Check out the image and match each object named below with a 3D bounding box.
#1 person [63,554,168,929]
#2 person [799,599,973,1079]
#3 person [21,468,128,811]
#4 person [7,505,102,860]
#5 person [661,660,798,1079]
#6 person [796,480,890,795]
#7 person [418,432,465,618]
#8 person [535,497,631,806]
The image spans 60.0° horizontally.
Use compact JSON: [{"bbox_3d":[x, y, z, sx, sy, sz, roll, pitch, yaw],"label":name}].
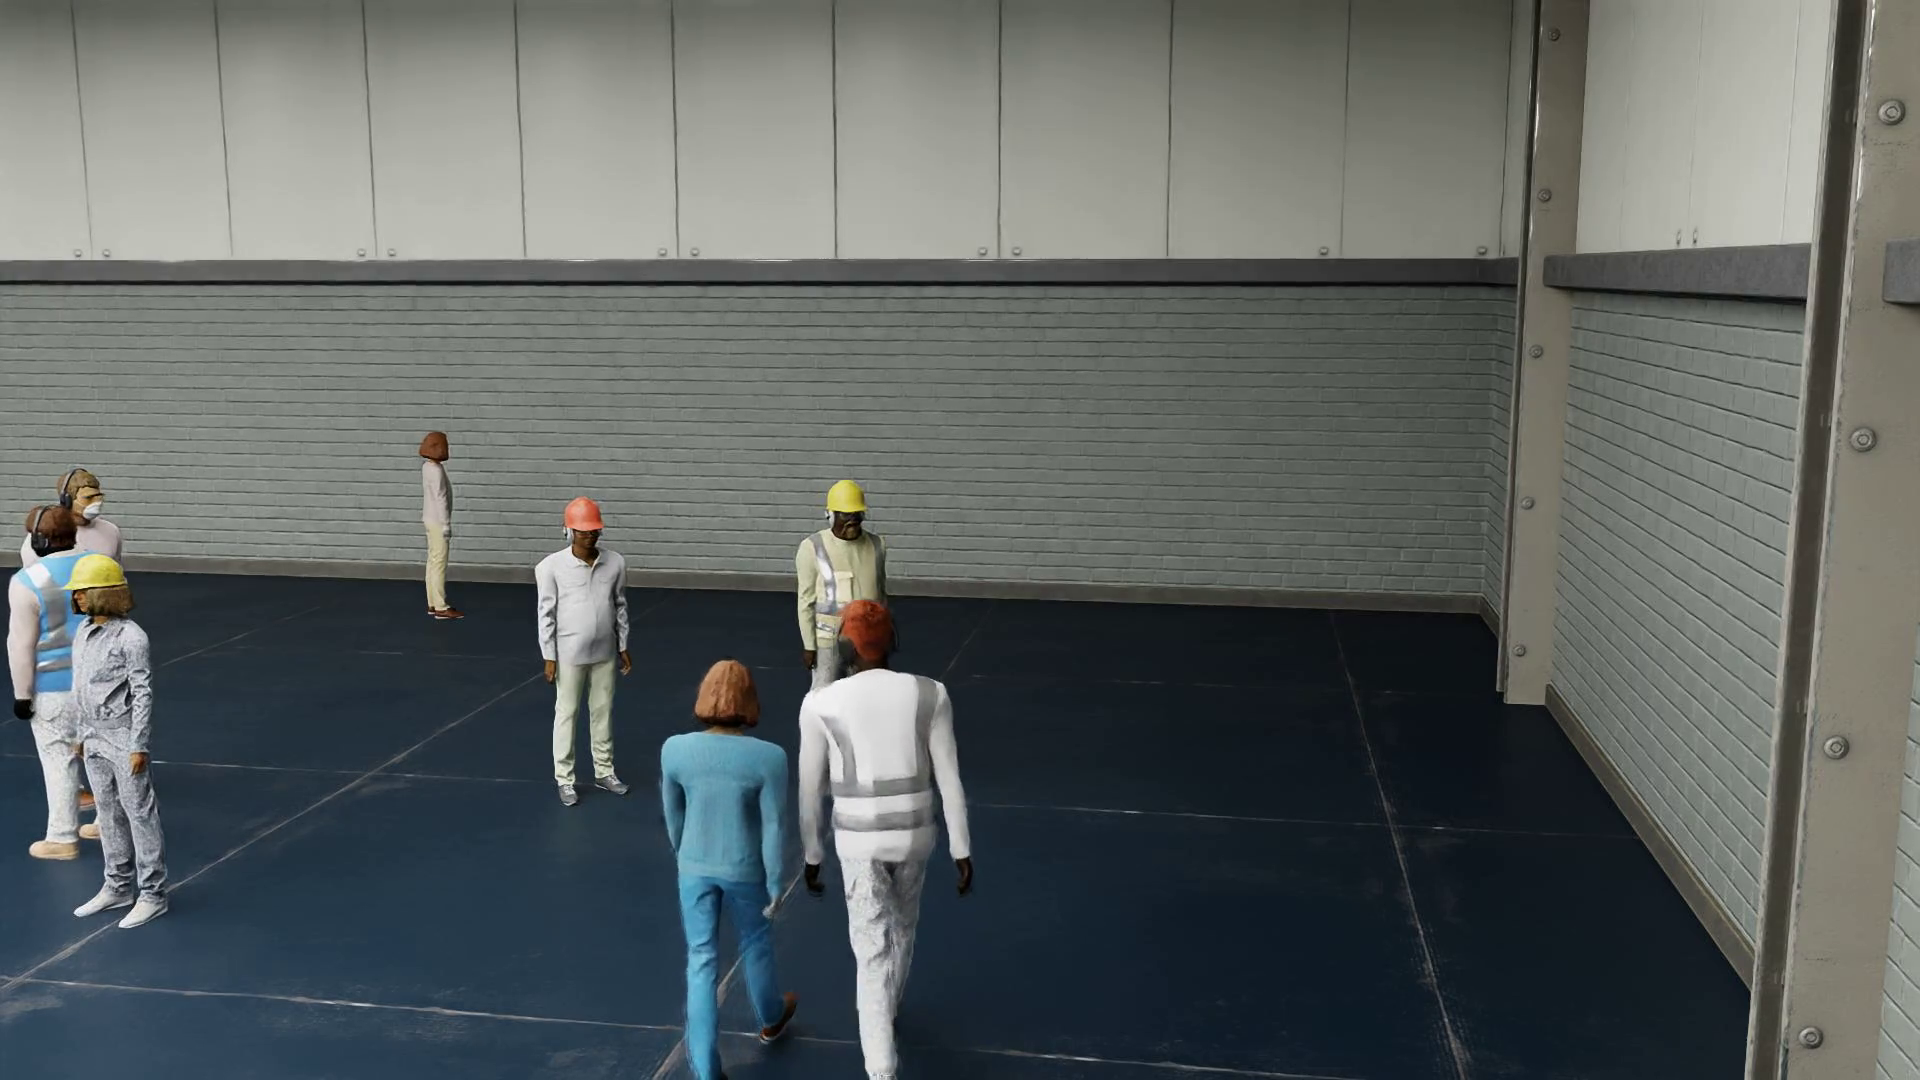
[{"bbox_3d":[-3.936,0.924,7.710,0.483,1.745,0.299,5,11,29],"label":"person"},{"bbox_3d":[-0.281,1.137,6.186,0.618,1.828,1.022,-2,9,-13],"label":"person"},{"bbox_3d":[-4.964,0.554,9.426,0.375,1.933,0.625,3,10,19],"label":"person"},{"bbox_3d":[-4.636,0.728,8.638,0.429,1.839,0.628,3,10,21],"label":"person"},{"bbox_3d":[-0.861,1.229,6.266,0.505,1.600,0.764,1,9,6],"label":"person"},{"bbox_3d":[-0.663,0.555,9.708,0.591,1.834,0.404,-6,11,-33],"label":"person"},{"bbox_3d":[-4.555,-0.132,14.560,0.280,1.633,0.500,-5,11,-29],"label":"person"},{"bbox_3d":[-2.139,0.624,9.533,0.559,1.751,0.326,-8,12,-39],"label":"person"}]
